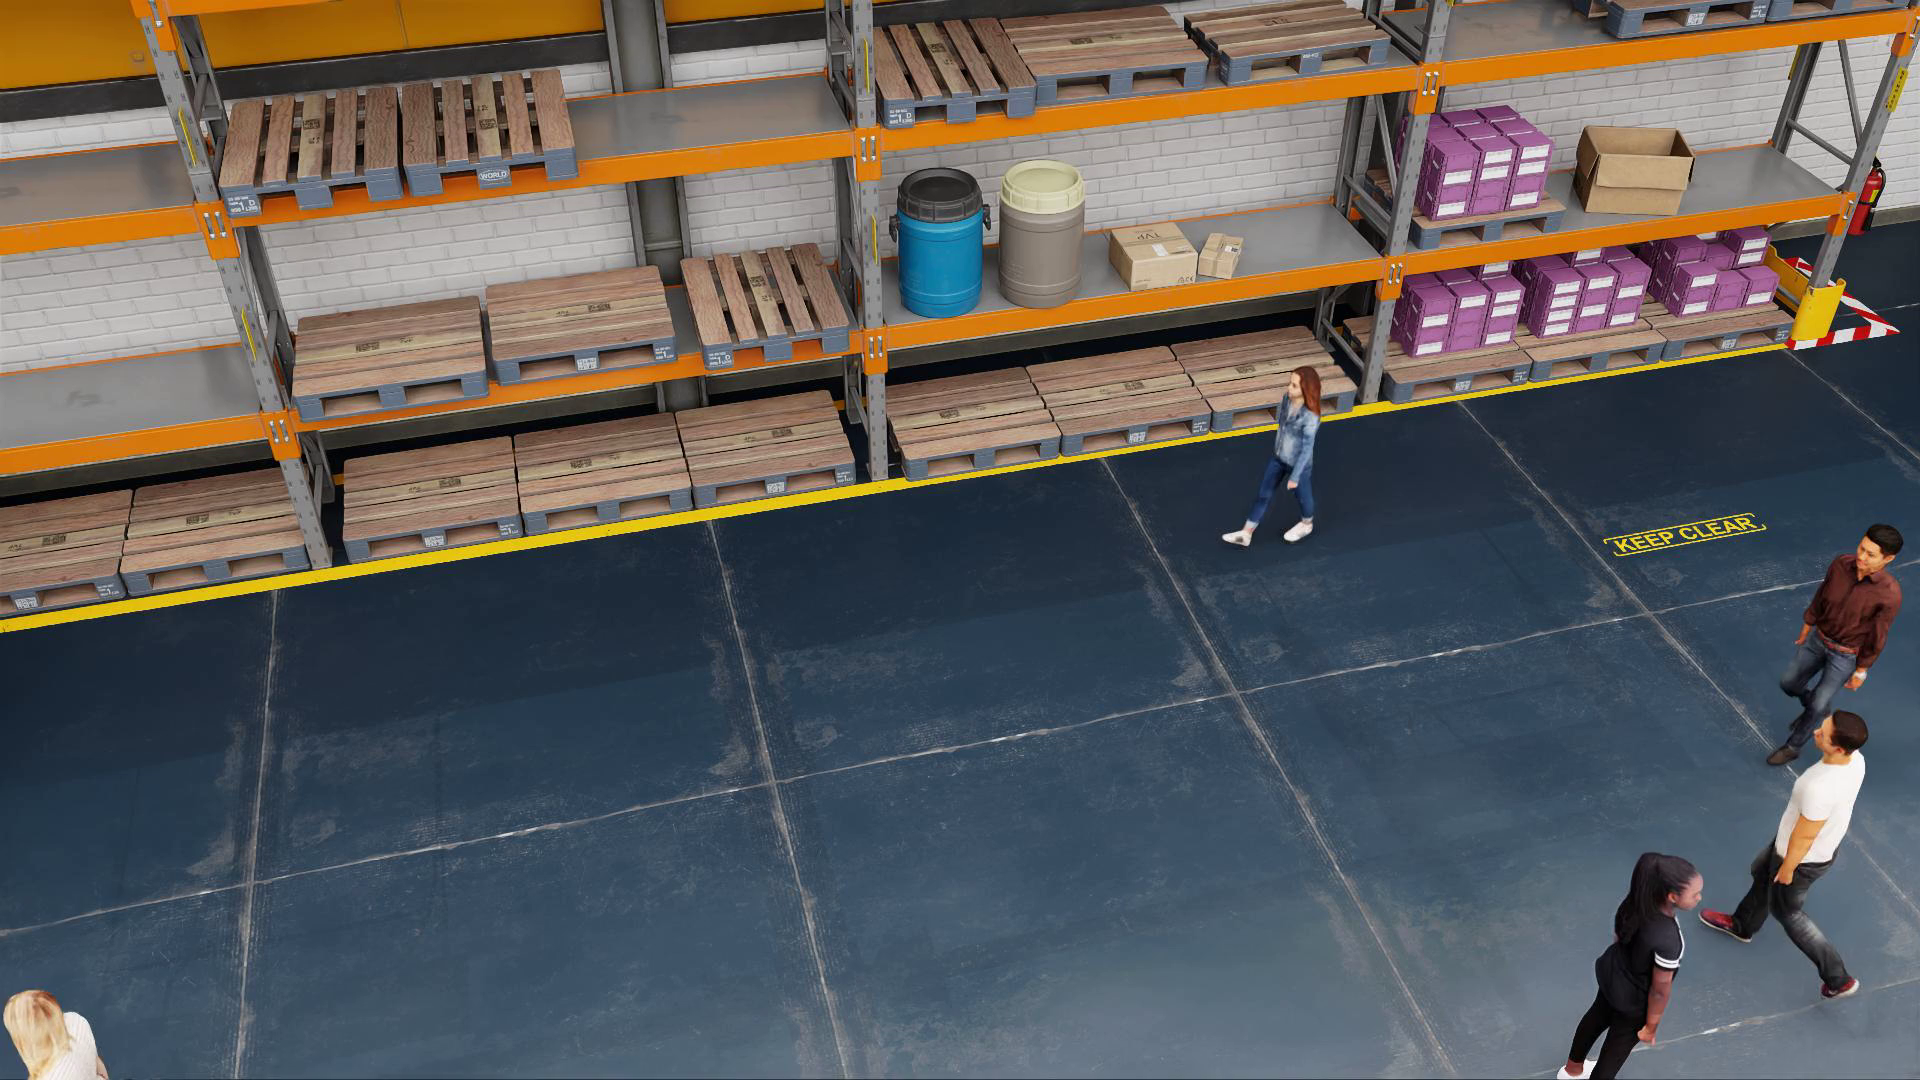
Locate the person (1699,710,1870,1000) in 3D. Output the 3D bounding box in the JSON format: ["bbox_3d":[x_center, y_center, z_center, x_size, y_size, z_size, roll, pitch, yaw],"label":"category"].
[{"bbox_3d":[4.386,1.619,8.439,1.098,1.770,1.126,31,48,33],"label":"person"}]

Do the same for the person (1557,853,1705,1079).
[{"bbox_3d":[3.168,2.109,7.849,0.622,1.731,0.663,-1,39,-1],"label":"person"}]

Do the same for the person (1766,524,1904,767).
[{"bbox_3d":[5.176,0.610,9.695,0.829,1.770,0.747,-18,42,-21],"label":"person"}]

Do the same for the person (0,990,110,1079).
[{"bbox_3d":[-3.663,2.548,7.237,1.015,1.809,0.628,-7,39,-9],"label":"person"}]

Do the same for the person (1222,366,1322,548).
[{"bbox_3d":[2.350,-0.560,11.419,0.996,1.447,0.705,-17,42,-20],"label":"person"}]
